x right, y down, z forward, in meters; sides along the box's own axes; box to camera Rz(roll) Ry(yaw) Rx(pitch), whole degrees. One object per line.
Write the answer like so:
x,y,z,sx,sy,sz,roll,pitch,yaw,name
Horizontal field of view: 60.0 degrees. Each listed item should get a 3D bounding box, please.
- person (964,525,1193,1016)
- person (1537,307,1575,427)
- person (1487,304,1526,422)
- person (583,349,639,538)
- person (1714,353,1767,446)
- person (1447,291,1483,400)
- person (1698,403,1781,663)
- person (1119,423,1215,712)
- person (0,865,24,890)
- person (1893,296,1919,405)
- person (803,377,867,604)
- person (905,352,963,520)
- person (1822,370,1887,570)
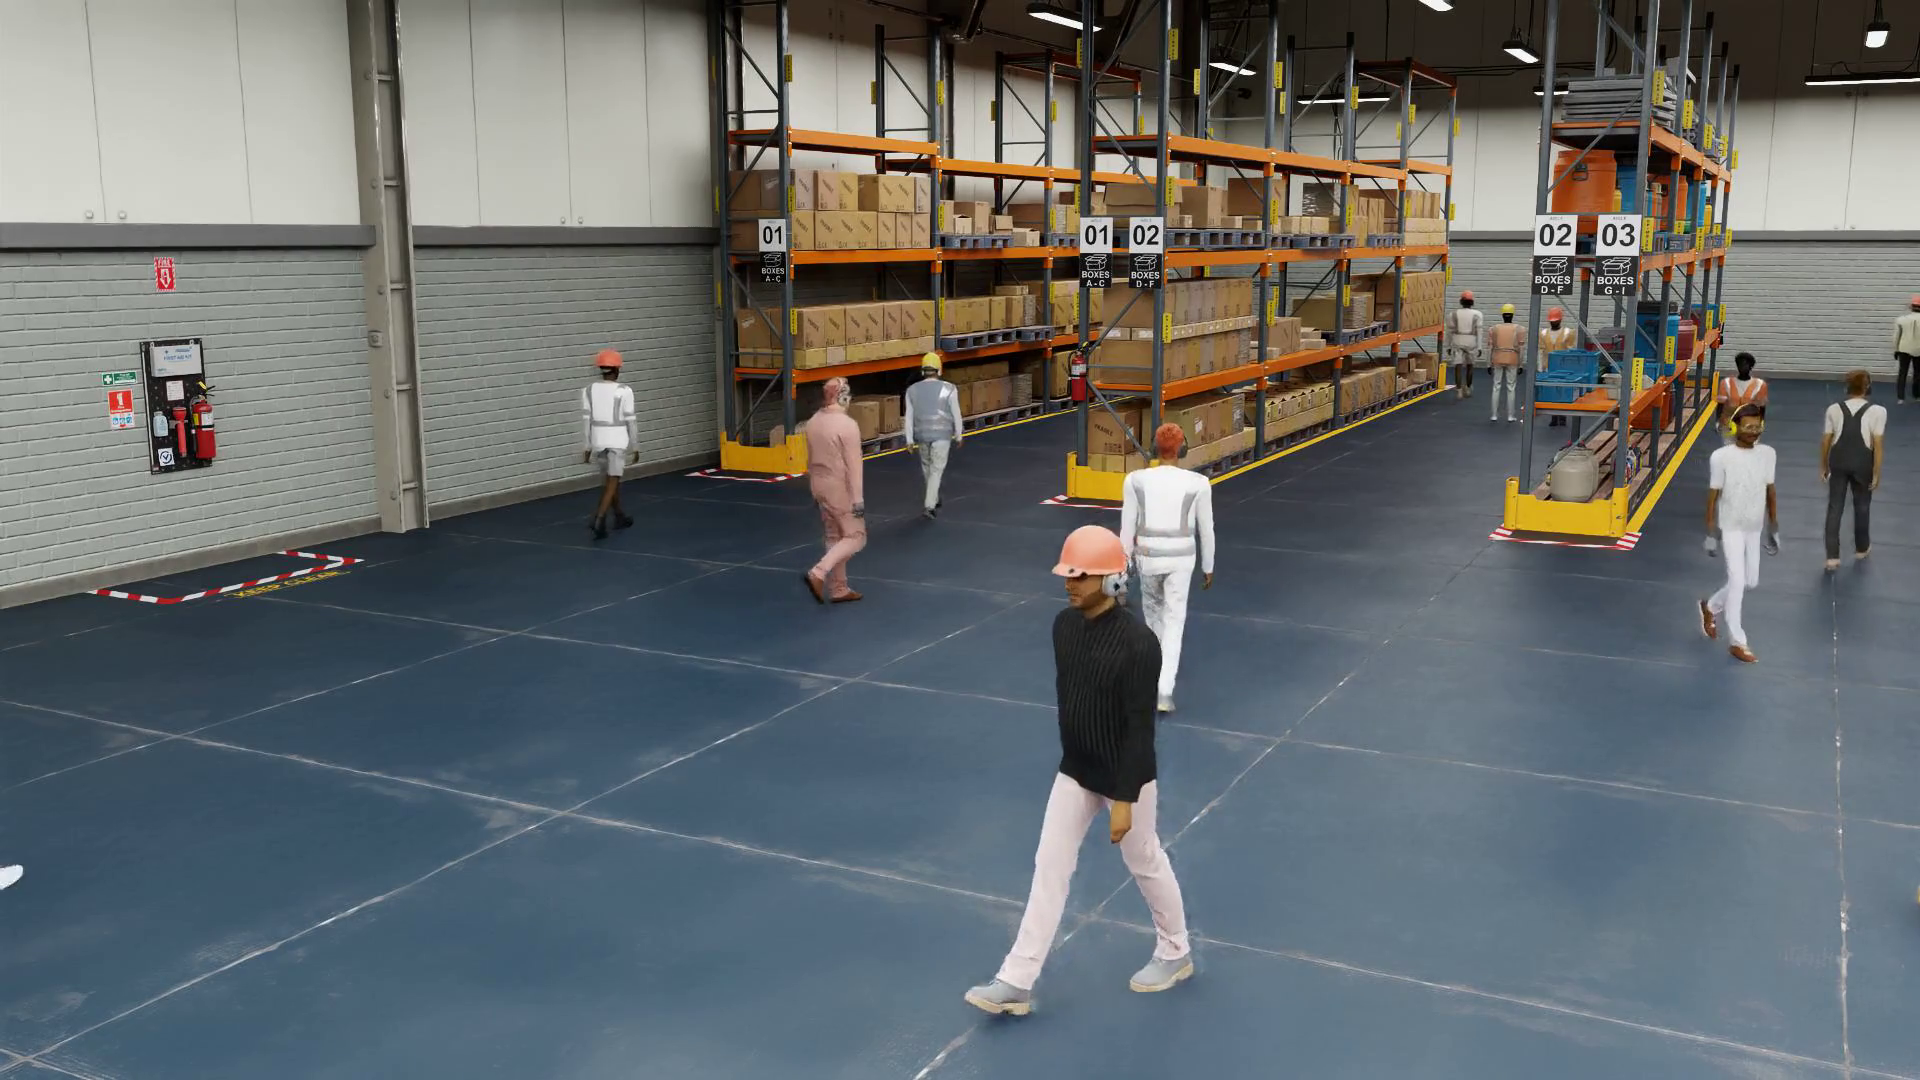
0.528,0.898,6.487,1.067,1.934,0.639,-8,13,-36,person
9.447,-2.740,26.413,0.558,1.906,0.469,7,13,34,person
8.922,-2.896,27.207,0.587,1.922,0.385,5,11,25,person
-3.567,-0.985,16.866,0.559,1.903,0.959,3,11,16,person
9.093,-1.340,19.432,0.543,1.662,0.828,7,12,33,person
9.390,-3.617,30.930,0.638,1.991,1.016,4,11,22,person
5.647,-0.087,12.082,0.522,1.849,0.782,-2,11,-11,person
1.346,0.157,10.823,0.599,1.831,1.002,3,11,15,person
-4.800,0.785,7.299,0.594,1.875,0.995,7,12,33,person
17.139,-3.404,29.928,0.641,1.939,1.017,9,14,40,person
-1.030,-0.381,13.566,0.582,1.890,0.663,-8,13,-36,person
-0.293,-1.123,17.914,0.590,1.792,0.931,4,11,19,person
8.213,-0.655,15.289,0.527,1.802,0.932,9,13,39,person
